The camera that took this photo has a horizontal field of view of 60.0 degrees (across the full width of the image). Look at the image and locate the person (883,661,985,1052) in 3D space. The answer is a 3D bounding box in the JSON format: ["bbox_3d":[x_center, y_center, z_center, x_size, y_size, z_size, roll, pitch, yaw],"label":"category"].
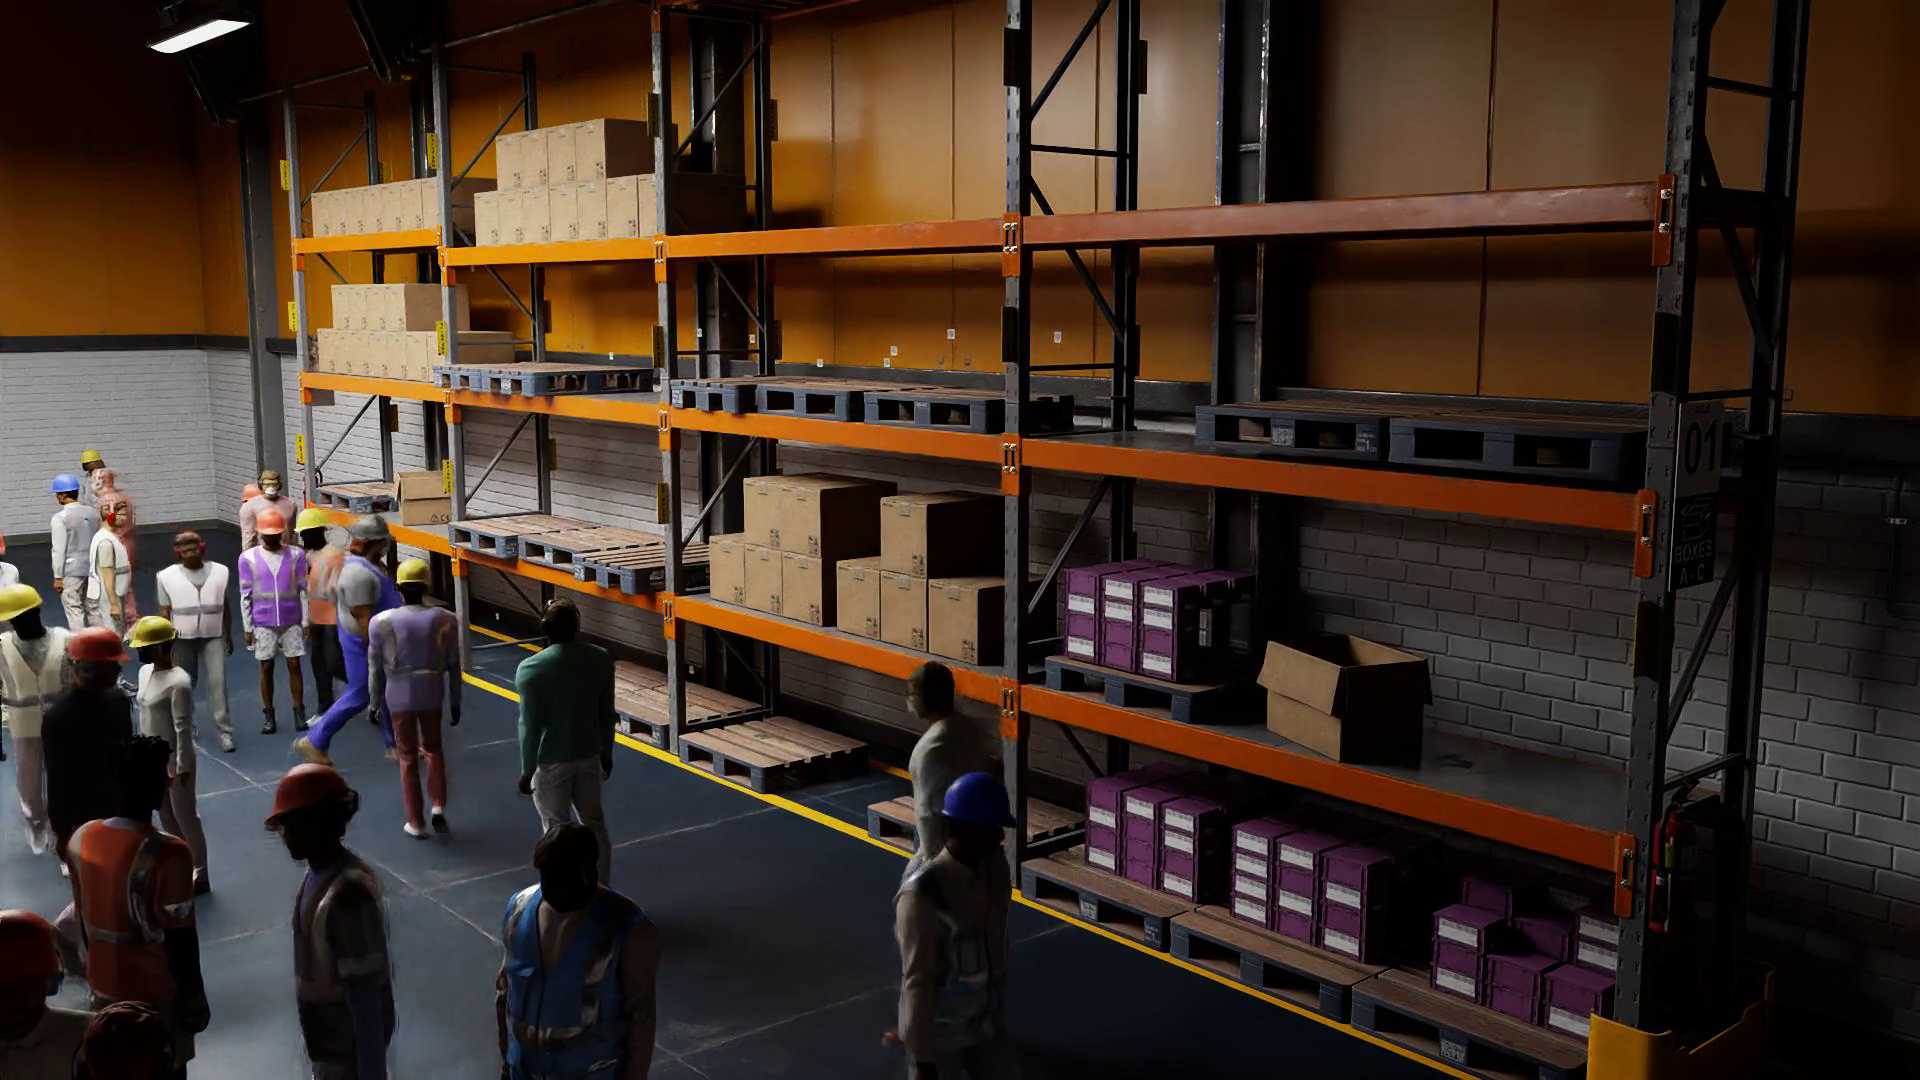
[{"bbox_3d":[-0.120,1.530,8.134,0.508,1.921,0.649,4,9,24],"label":"person"}]

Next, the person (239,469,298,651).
[{"bbox_3d":[-7.061,0.232,17.092,0.351,1.935,0.635,5,10,33],"label":"person"}]

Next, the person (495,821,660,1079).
[{"bbox_3d":[-1.374,1.892,5.889,0.627,1.843,0.429,3,9,18],"label":"person"}]

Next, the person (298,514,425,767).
[{"bbox_3d":[-4.695,0.770,12.992,0.901,2.000,0.687,-1,8,-5],"label":"person"}]

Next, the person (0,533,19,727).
[{"bbox_3d":[-8.130,0.768,14.023,0.347,1.744,0.563,3,9,20],"label":"person"}]

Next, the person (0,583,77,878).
[{"bbox_3d":[-5.849,1.184,10.613,0.613,1.895,0.580,-5,9,-29],"label":"person"}]

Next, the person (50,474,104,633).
[{"bbox_3d":[-8.811,0.305,16.581,0.411,1.938,0.609,1,8,10],"label":"person"}]

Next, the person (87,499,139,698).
[{"bbox_3d":[-7.804,0.541,15.300,0.393,1.836,0.560,-3,9,-22],"label":"person"}]

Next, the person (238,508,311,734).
[{"bbox_3d":[-5.760,0.681,14.029,0.546,1.927,0.391,-4,9,-26],"label":"person"}]

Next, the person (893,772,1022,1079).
[{"bbox_3d":[0.023,1.816,6.129,0.546,1.926,0.677,8,11,44],"label":"person"}]

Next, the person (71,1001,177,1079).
[{"bbox_3d":[-2.113,2.108,4.285,0.577,1.877,0.342,-4,9,-25],"label":"person"}]

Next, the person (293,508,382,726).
[{"bbox_3d":[-5.365,0.654,14.272,0.601,1.906,0.605,-7,11,-41],"label":"person"}]

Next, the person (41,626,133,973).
[{"bbox_3d":[-4.598,1.421,8.749,0.673,1.982,0.632,1,8,8],"label":"person"}]

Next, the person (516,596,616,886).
[{"bbox_3d":[-2.297,1.289,9.739,0.635,1.937,0.352,-8,11,-43],"label":"person"}]

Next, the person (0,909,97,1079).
[{"bbox_3d":[-2.622,1.992,4.709,0.619,1.986,0.410,-3,9,-22],"label":"person"}]

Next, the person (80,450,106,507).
[{"bbox_3d":[-11.206,-0.313,21.593,0.489,1.731,0.325,3,9,20],"label":"person"}]

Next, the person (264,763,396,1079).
[{"bbox_3d":[-2.189,1.812,5.919,0.389,1.999,0.837,-5,10,-33],"label":"person"}]

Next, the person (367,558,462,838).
[{"bbox_3d":[-3.714,1.078,11.341,0.589,1.908,0.437,-5,9,-29],"label":"person"}]

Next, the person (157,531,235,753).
[{"bbox_3d":[-6.250,0.799,13.633,0.564,1.797,0.949,-7,10,-39],"label":"person"}]

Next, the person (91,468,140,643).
[{"bbox_3d":[-8.971,0.175,17.694,0.464,1.878,0.670,-1,8,-6],"label":"person"}]

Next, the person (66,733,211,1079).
[{"bbox_3d":[-3.234,1.732,6.602,0.606,1.958,0.374,4,9,24],"label":"person"}]

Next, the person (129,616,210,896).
[{"bbox_3d":[-4.846,1.322,10.143,0.518,1.757,0.335,7,11,39],"label":"person"}]
